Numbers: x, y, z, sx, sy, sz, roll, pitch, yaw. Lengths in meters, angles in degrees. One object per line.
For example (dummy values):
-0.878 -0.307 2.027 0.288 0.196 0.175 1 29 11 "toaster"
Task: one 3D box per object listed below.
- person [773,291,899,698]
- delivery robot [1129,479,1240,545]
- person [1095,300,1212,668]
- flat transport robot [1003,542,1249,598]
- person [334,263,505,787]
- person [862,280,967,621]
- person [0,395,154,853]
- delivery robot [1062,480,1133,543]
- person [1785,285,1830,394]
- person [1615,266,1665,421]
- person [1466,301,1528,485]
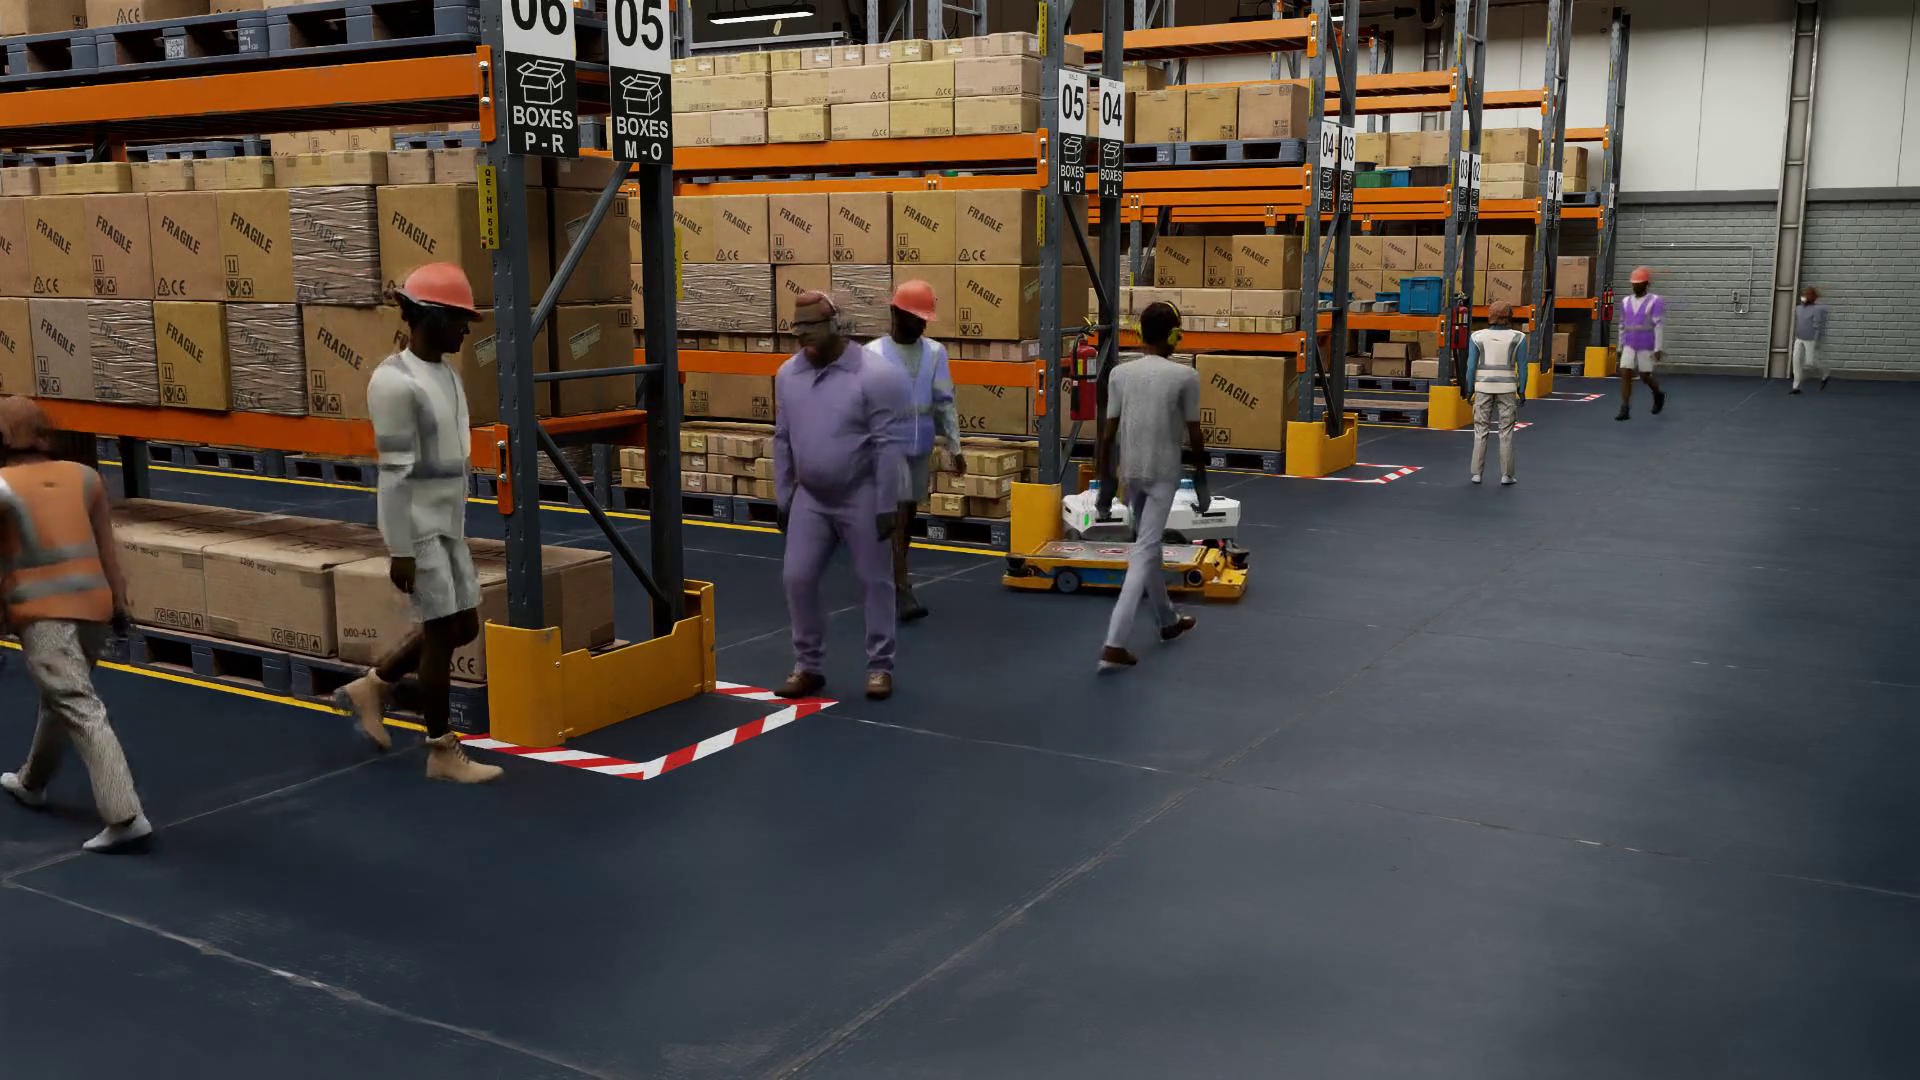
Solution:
-0.570 -0.182 7.558 0.645 1.873 0.572 5 11 27 "person"
1.483 -0.156 10.962 0.707 0.478 0.477 -4 10 -20 "delivery robot"
0.971 -0.291 8.366 0.498 1.806 1.005 7 12 37 "person"
1.027 0.164 10.196 1.431 0.197 0.652 2 10 13 "flat transport robot"
-2.110 -0.053 6.405 0.667 2.011 0.638 1 10 8 "person"
-0.253 -0.495 9.329 0.544 1.886 0.880 -6 11 -31 "person"
-3.171 0.273 5.821 1.011 1.550 0.529 5 11 25 "person"
0.900 -0.154 10.958 0.477 0.478 0.707 -1 10 -9 "delivery robot"
12.509 -2.939 24.468 0.604 1.614 0.497 -3 10 -18 "person"
8.472 -2.436 20.648 0.748 1.911 0.564 -8 12 -39 "person"
4.769 -1.303 14.796 0.523 1.636 0.309 4 11 23 "person"
